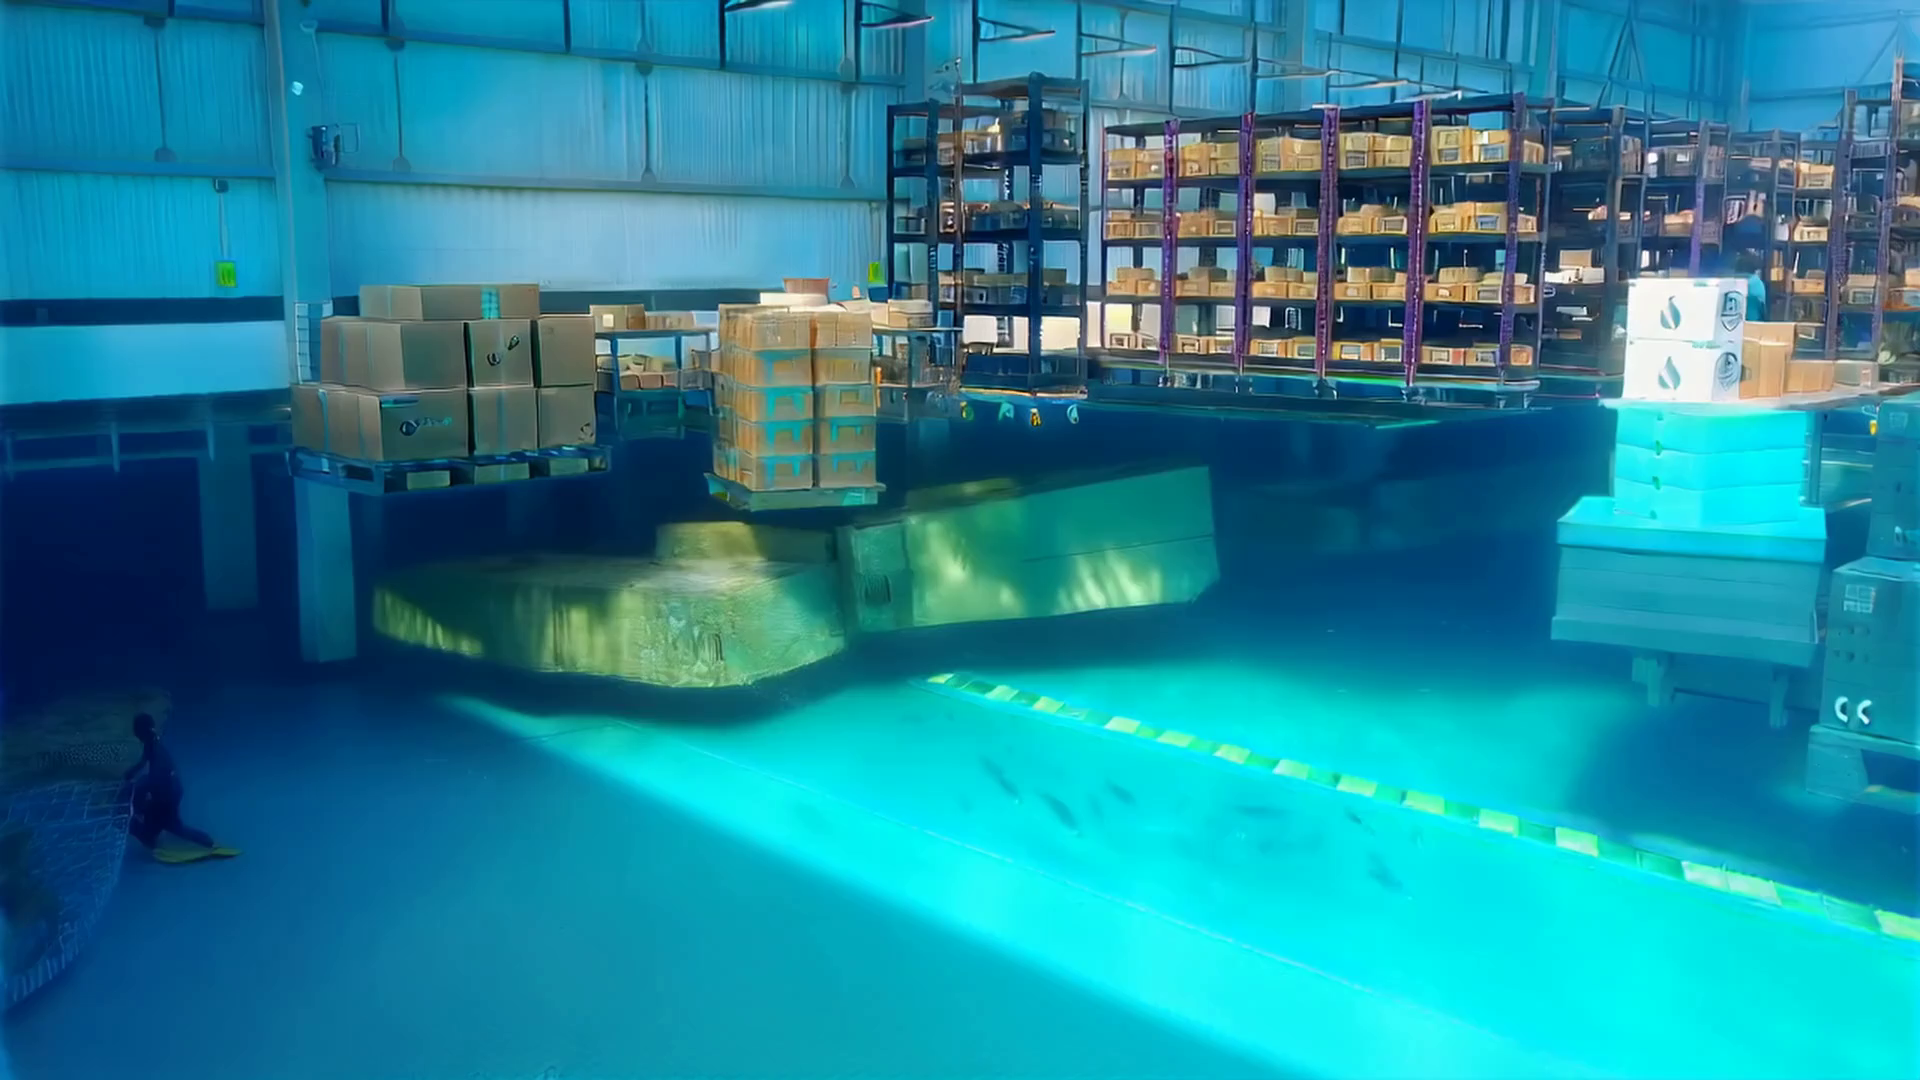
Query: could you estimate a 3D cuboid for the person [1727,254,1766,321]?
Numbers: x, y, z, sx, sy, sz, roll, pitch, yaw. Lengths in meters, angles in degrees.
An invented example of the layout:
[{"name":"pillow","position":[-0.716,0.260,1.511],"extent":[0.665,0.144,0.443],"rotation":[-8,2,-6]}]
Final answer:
[{"name":"person","position":[10.327,-2.859,21.981],"extent":[0.512,1.820,0.609],"rotation":[-5,11,-28]}]
